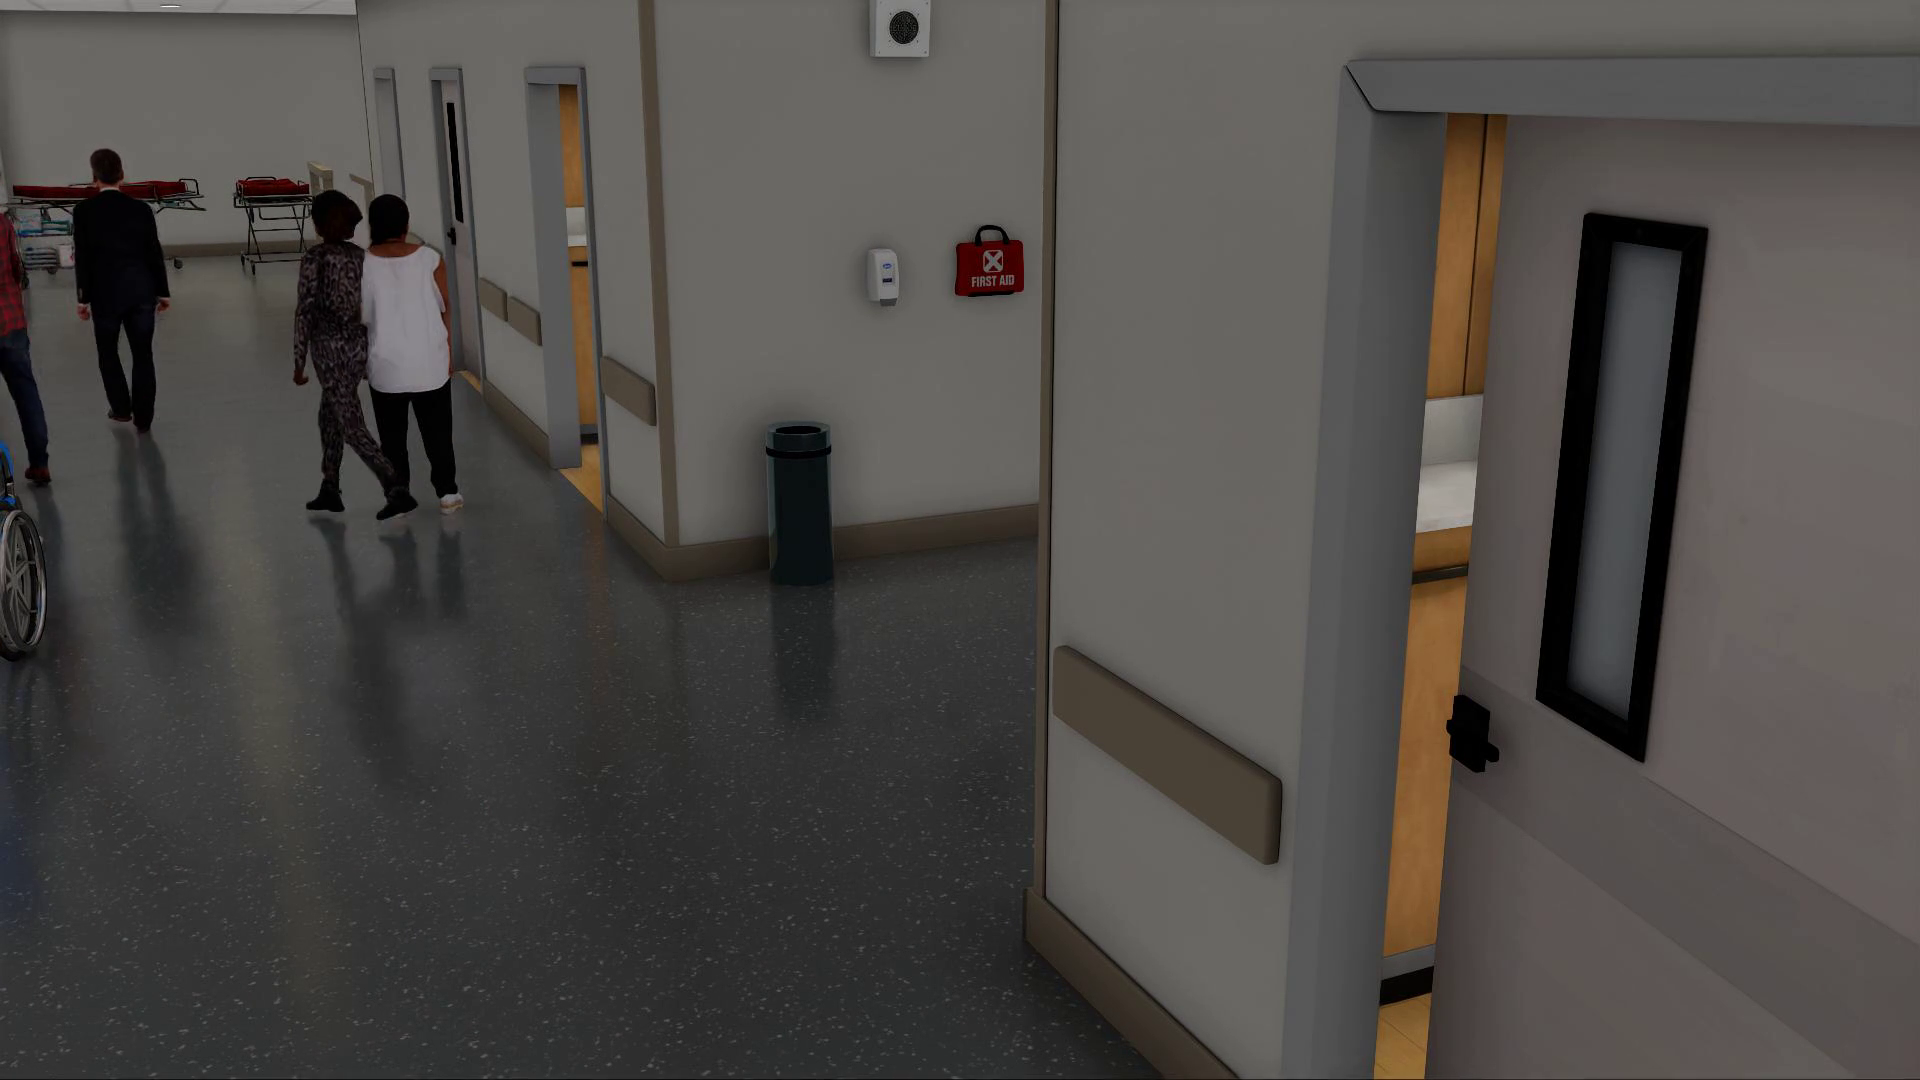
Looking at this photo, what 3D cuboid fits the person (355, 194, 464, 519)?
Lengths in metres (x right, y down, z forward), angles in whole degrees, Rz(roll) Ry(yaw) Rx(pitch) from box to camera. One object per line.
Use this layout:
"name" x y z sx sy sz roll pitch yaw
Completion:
"person" -2.914 -0.966 8.736 0.700 1.687 0.675 -4 16 -13

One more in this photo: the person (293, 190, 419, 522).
"person" -3.098 -0.899 8.494 1.105 1.690 0.991 7 17 24

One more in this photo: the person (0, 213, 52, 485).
"person" -5.395 -1.185 9.310 1.152 1.797 1.014 13 20 38

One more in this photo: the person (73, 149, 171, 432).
"person" -5.409 -1.592 10.746 0.779 1.801 0.839 -10 18 -31
